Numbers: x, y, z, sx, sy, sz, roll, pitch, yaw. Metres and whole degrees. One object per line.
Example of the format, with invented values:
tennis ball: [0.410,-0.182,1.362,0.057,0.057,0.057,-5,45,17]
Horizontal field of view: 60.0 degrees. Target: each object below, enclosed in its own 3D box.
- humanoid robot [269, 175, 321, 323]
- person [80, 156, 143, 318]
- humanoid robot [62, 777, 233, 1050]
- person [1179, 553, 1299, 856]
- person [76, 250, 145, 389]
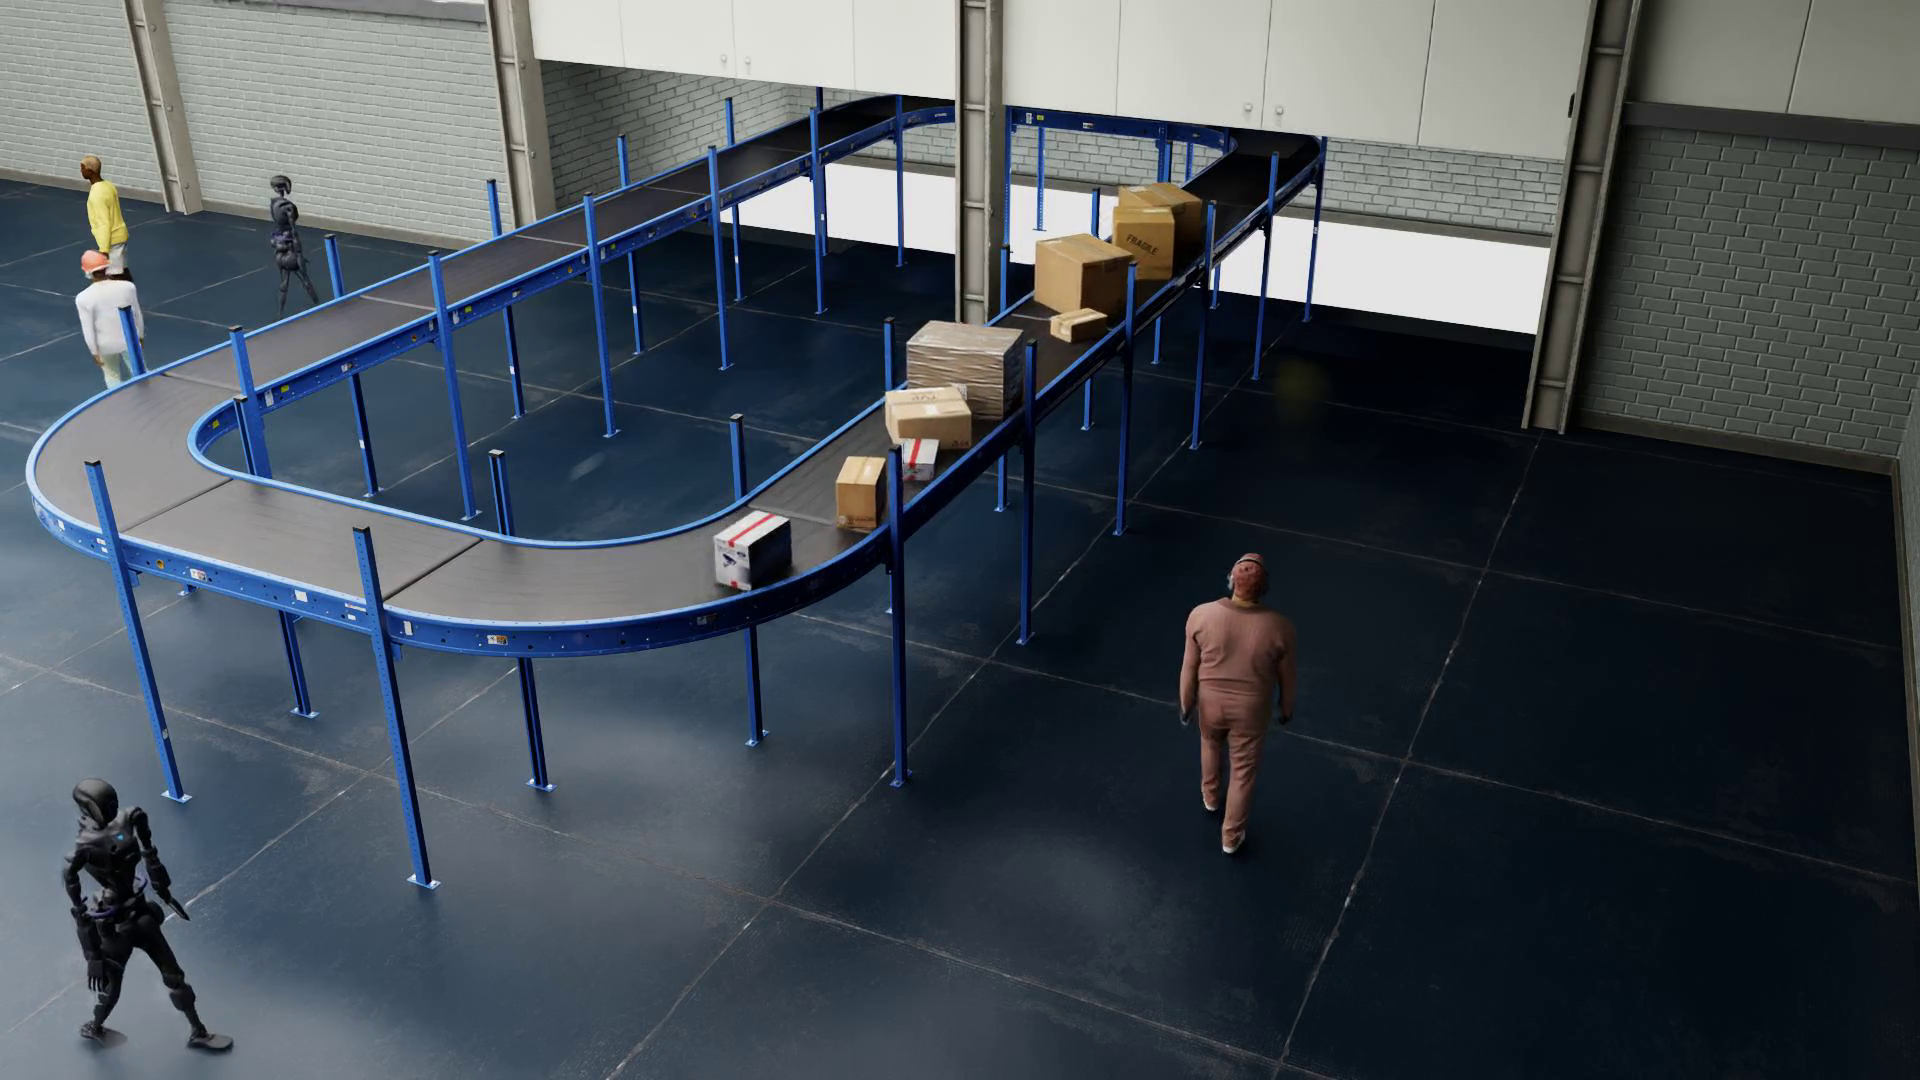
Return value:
humanoid robot: [-7.398,-3.225,18.413,0.687,1.636,0.603,-19,32,-34]
person: [-9.296,-3.254,18.202,0.377,1.899,0.544,-6,27,-12]
humanoid robot: [-4.130,1.868,8.188,0.788,1.634,0.596,7,27,14]
person: [1.659,0.905,9.841,0.664,1.878,0.794,8,27,16]
person: [-7.884,-1.863,15.583,0.555,1.728,0.747,-22,34,-37]
